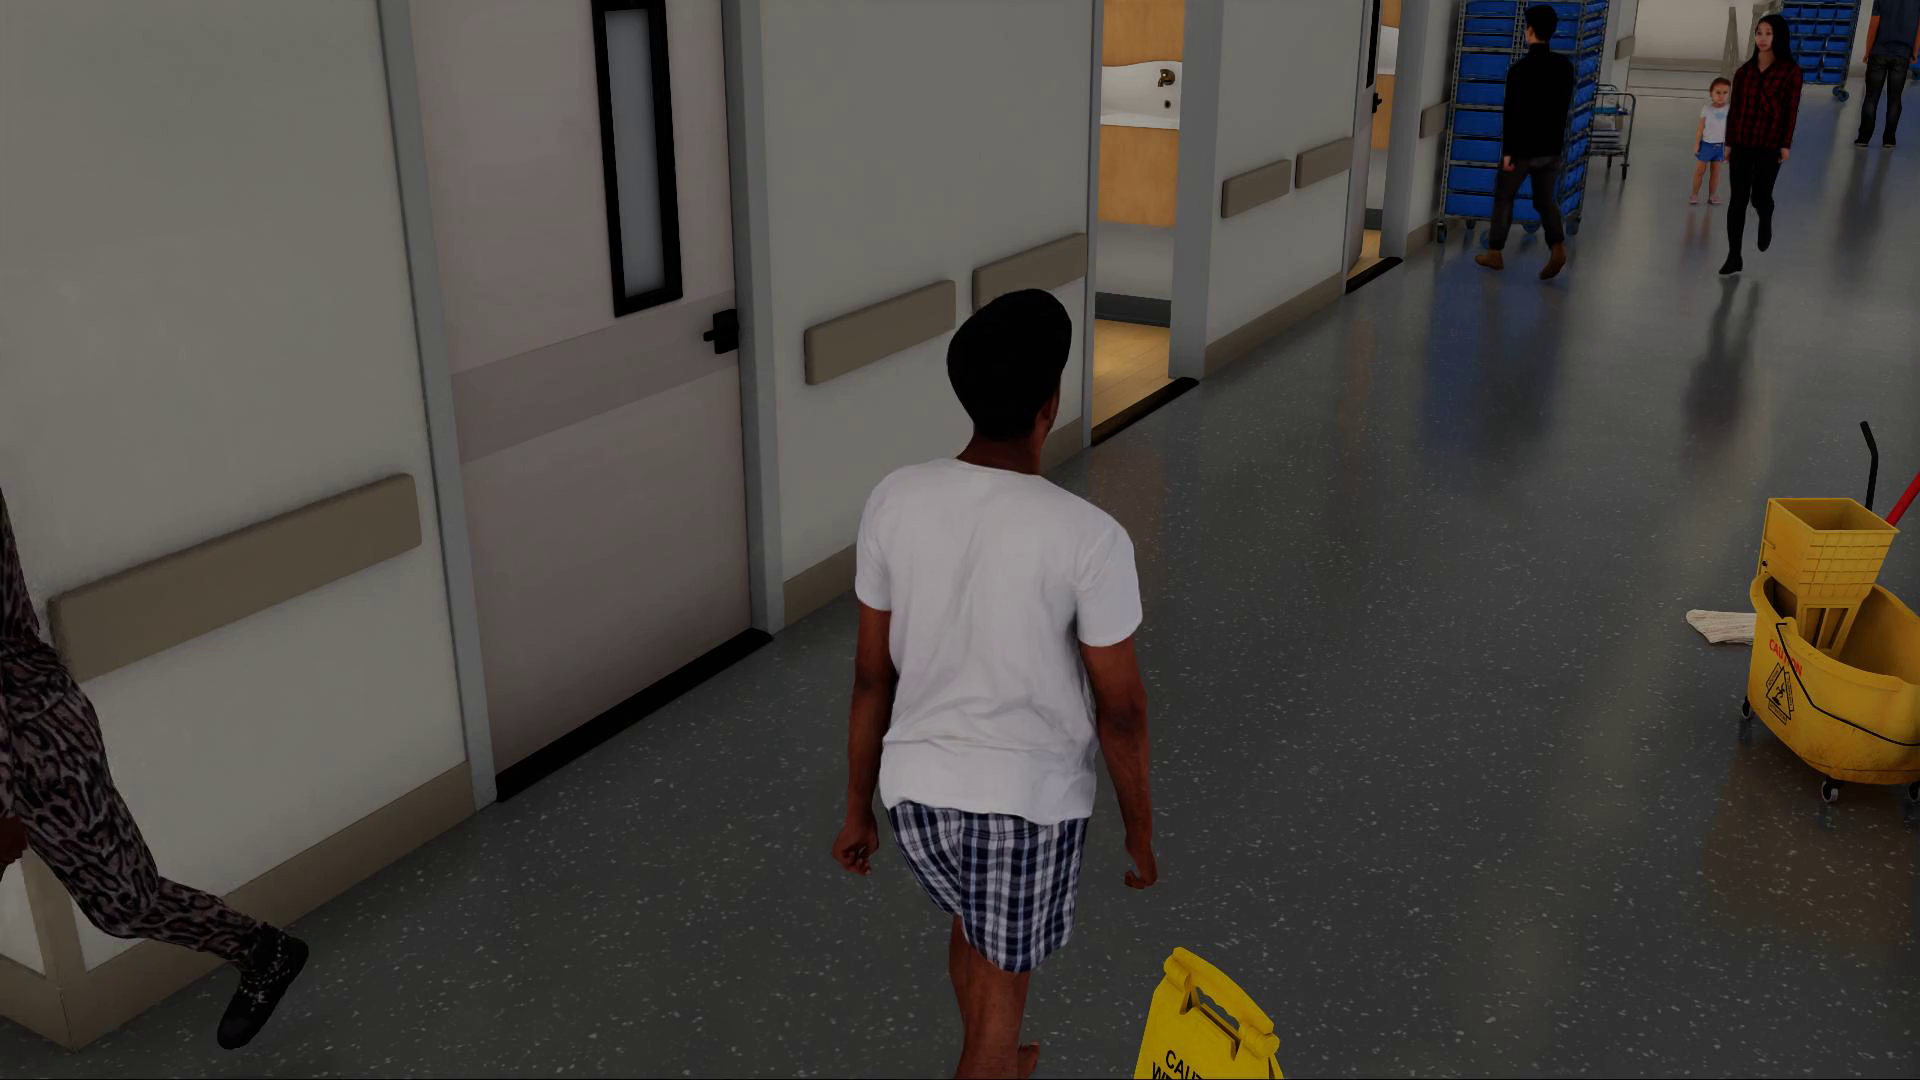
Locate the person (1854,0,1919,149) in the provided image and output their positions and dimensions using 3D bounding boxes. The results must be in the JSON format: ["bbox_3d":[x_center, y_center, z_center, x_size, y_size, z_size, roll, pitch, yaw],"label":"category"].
[{"bbox_3d":[9.397,-4.898,16.785,0.677,1.810,0.586,8,22,20],"label":"person"}]

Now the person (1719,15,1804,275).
[{"bbox_3d":[5.251,-2.576,10.891,0.693,1.641,0.871,18,28,40],"label":"person"}]

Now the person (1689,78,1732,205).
[{"bbox_3d":[6.129,-3.241,13.530,0.475,1.016,0.496,3,21,8],"label":"person"}]

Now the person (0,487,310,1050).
[{"bbox_3d":[-1.638,0.380,3.038,0.788,1.675,1.166,18,27,39],"label":"person"}]

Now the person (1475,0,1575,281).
[{"bbox_3d":[3.726,-2.536,10.688,1.026,1.711,1.121,-4,21,-10],"label":"person"}]

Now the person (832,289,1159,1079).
[{"bbox_3d":[0.004,0.478,2.733,0.662,1.709,0.818,12,24,28],"label":"person"}]
